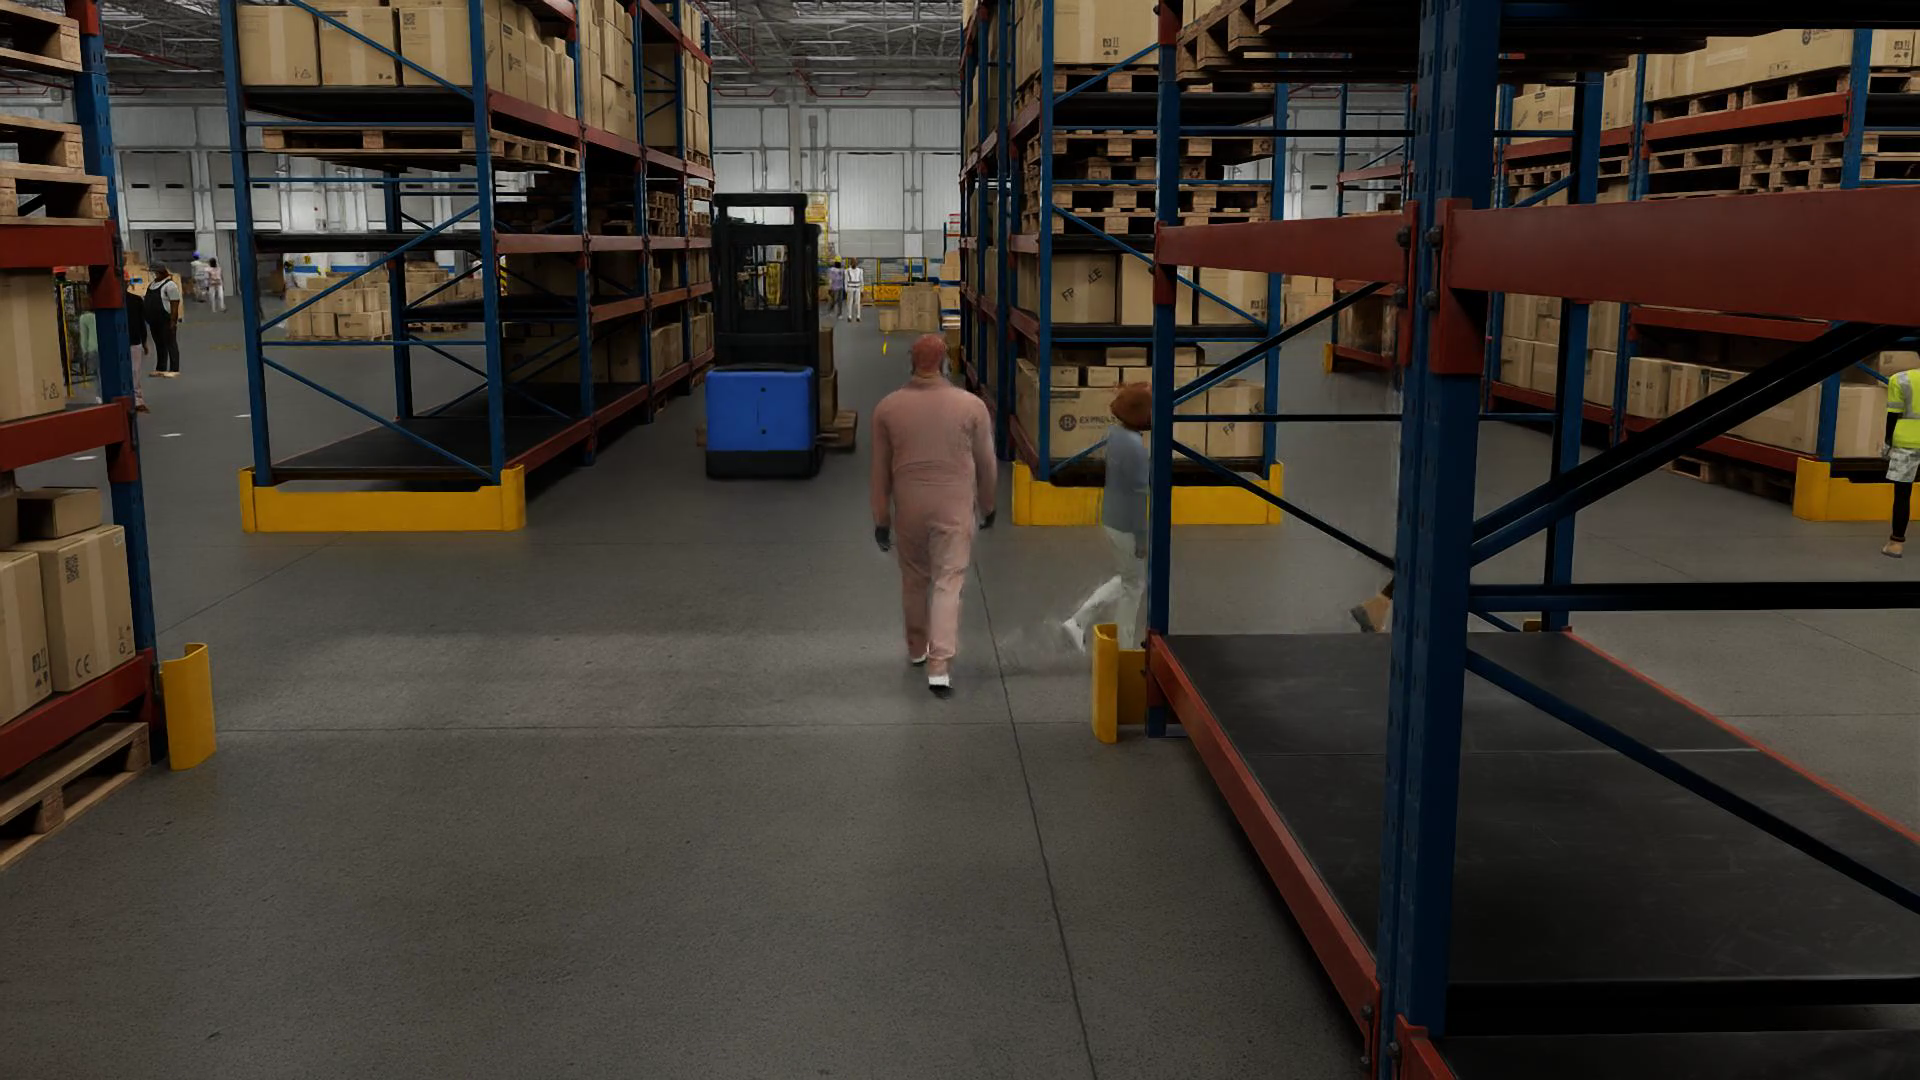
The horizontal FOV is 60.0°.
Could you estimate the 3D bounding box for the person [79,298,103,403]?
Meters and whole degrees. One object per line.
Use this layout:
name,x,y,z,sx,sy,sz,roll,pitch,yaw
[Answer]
person,-12.274,-2.700,23.730,0.509,1.601,0.817,-1,10,-5

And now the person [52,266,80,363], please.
person,-17.361,-4.395,32.230,0.550,1.935,0.376,0,10,-3

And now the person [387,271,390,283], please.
person,-18.748,-8.397,55.227,0.321,1.692,0.535,10,14,43

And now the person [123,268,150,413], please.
person,-11.366,-2.701,22.637,0.376,1.995,0.612,9,13,40

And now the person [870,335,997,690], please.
person,-0.139,-0.152,8.874,0.648,1.859,0.952,2,10,9

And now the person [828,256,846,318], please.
person,-3.718,-7.723,50.853,0.589,1.915,0.410,-8,13,-39

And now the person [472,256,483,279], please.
person,-16.744,-9.014,57.963,0.372,1.940,0.631,-10,14,-43

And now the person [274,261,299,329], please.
person,-18.087,-6.595,44.829,0.989,1.817,0.515,-9,14,-43

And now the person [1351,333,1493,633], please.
person,2.591,-0.288,9.093,0.687,2.028,0.629,0,10,-2

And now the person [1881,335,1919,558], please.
person,7.111,-0.699,12.309,0.536,1.696,0.322,3,11,17

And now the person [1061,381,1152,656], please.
person,0.846,-0.059,8.996,0.439,1.613,0.515,-2,10,-11

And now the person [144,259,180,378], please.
person,-13.829,-3.823,28.758,0.678,2.000,0.537,6,12,30

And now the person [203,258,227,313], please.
person,-24.372,-8.309,54.436,0.657,1.789,0.959,-9,14,-42

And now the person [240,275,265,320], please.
person,-21.314,-7.514,49.935,0.790,1.828,0.517,5,11,25

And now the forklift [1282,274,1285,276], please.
forklift,12.135,-10.836,65.485,1.129,2.768,1.873,0,10,-2

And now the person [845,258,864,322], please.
person,-3.088,-7.288,48.537,0.574,1.876,0.355,-4,11,-22

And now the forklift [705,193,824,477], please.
forklift,-1.995,-2.115,16.905,1.129,2.768,1.873,0,10,-2

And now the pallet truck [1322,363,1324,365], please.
pallet truck,7.712,-4.157,30.737,1.885,1.965,0.823,3,11,16

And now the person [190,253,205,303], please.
person,-29.392,-10.091,64.014,0.879,1.910,0.634,7,12,33
